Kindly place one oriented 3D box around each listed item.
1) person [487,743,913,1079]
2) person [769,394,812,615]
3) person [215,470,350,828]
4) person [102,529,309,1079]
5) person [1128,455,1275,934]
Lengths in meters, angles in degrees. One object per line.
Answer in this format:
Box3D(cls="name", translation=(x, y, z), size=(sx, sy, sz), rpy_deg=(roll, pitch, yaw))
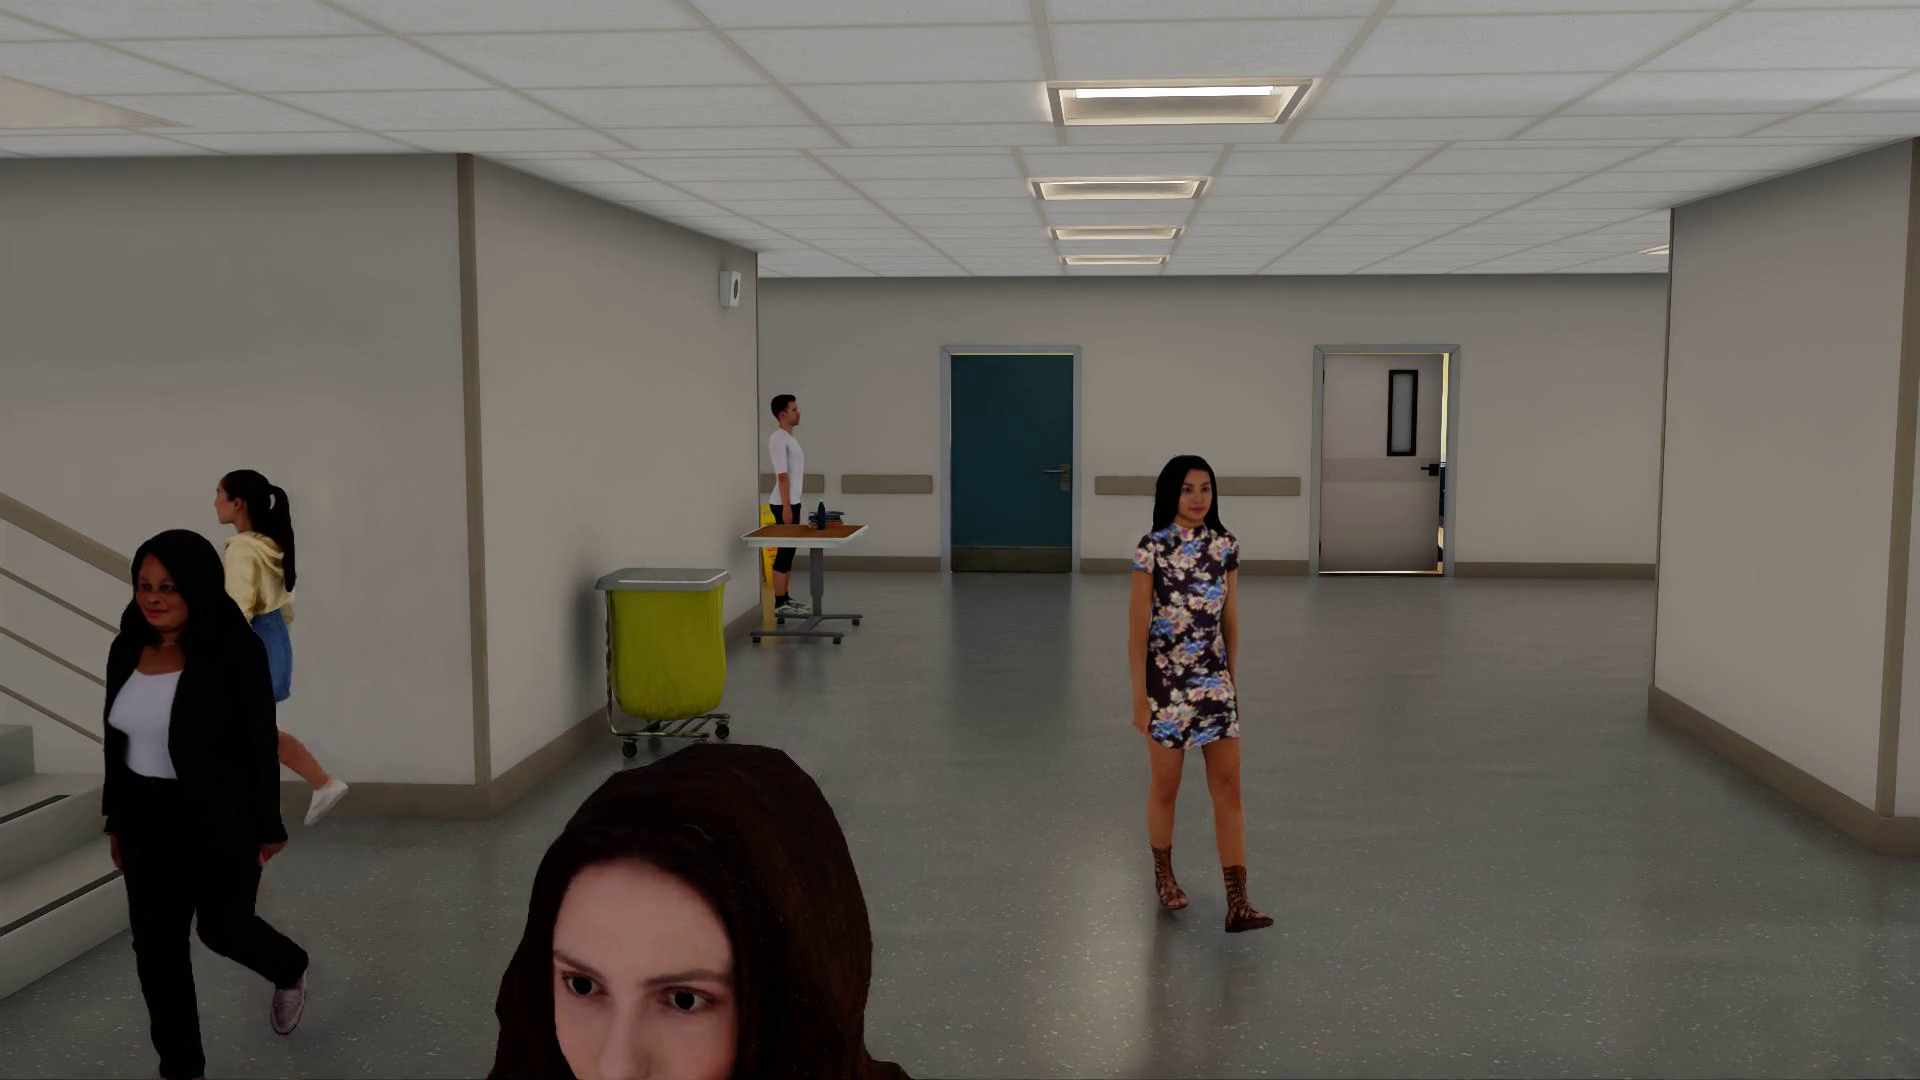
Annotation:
Box3D(cls="person", translation=(-0.144, 1.014, 1.267), size=(0.971, 1.783, 0.875), rpy_deg=(2, 6, 17))
Box3D(cls="person", translation=(-1.472, -0.306, 14.050), size=(0.564, 1.851, 0.669), rpy_deg=(0, 6, 2))
Box3D(cls="person", translation=(-2.902, 0.514, 7.044), size=(0.827, 1.622, 0.685), rpy_deg=(0, 6, 0))
Box3D(cls="person", translation=(-2.101, 0.765, 4.671), size=(0.823, 1.597, 0.716), rpy_deg=(1, 6, 8))
Box3D(cls="person", translation=(0.809, 0.561, 6.180), size=(1.042, 1.703, 0.920), rpy_deg=(-2, 6, -15))
